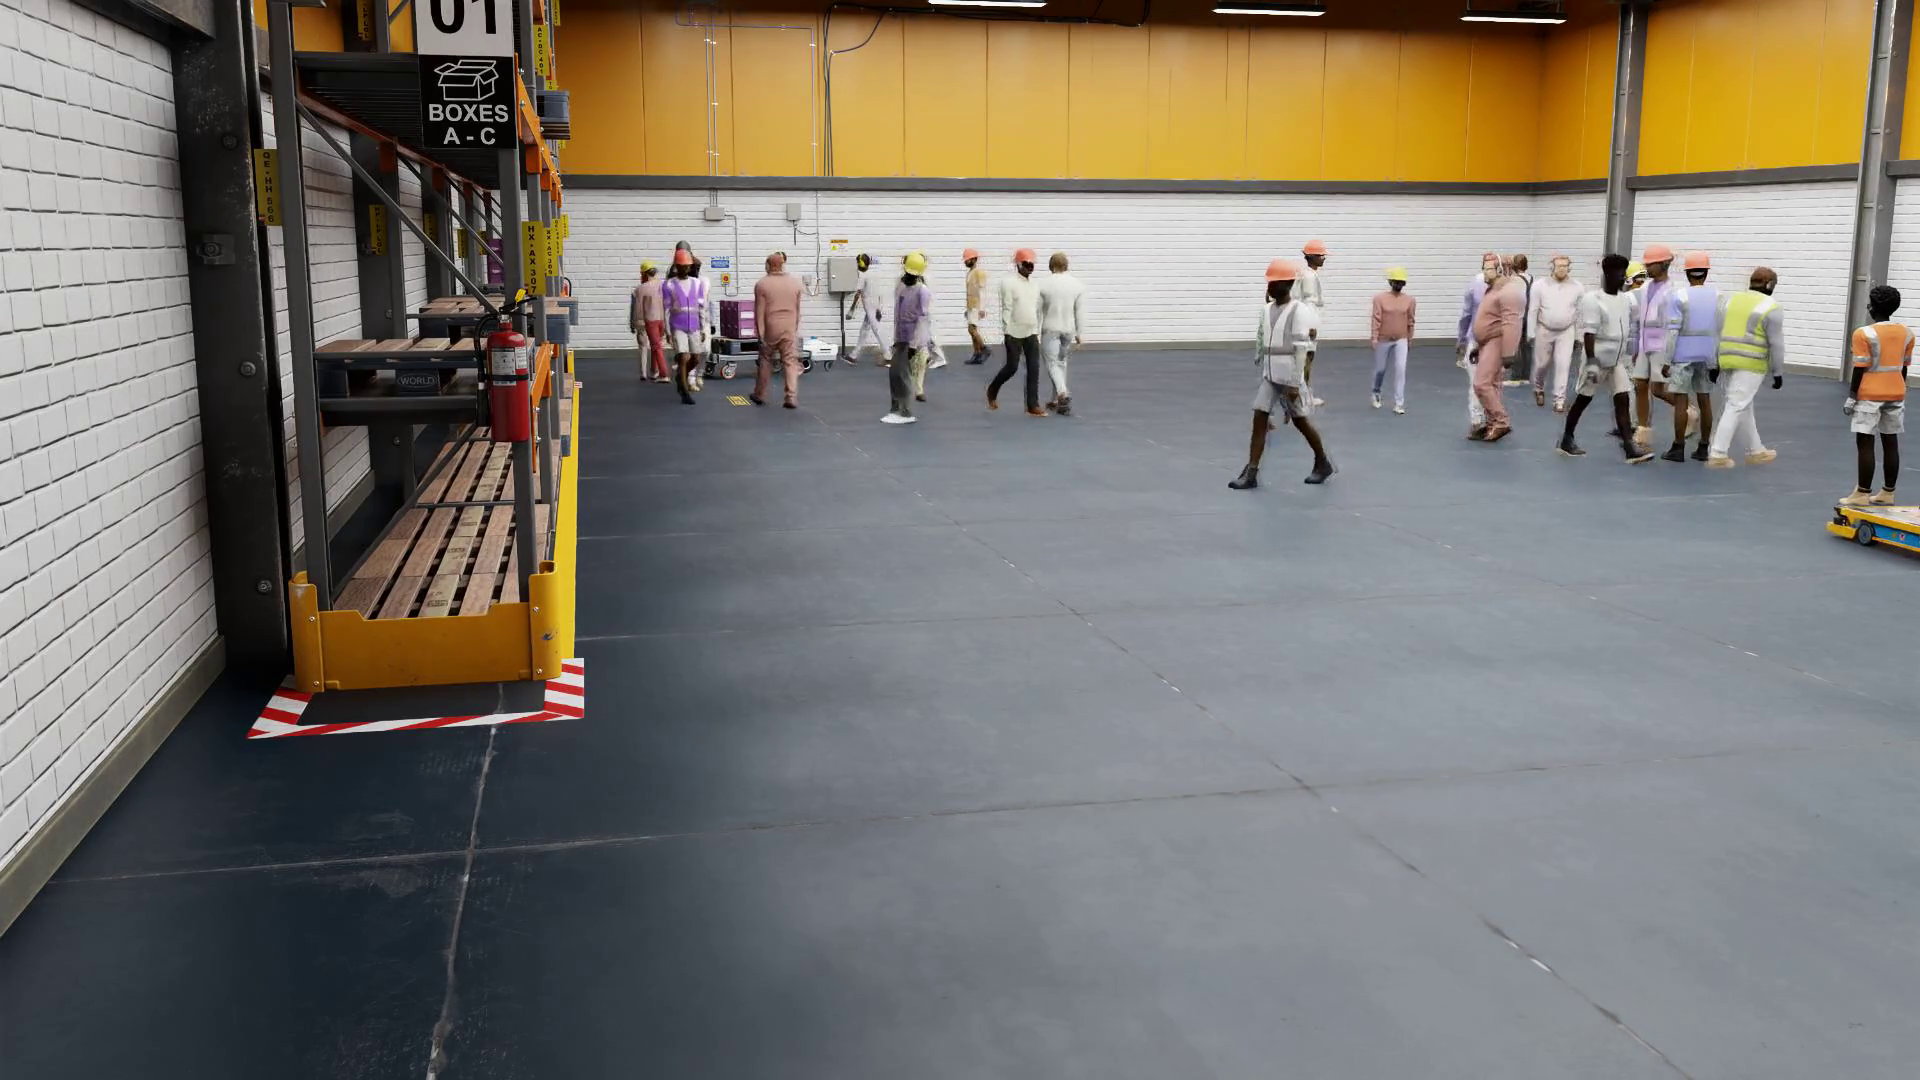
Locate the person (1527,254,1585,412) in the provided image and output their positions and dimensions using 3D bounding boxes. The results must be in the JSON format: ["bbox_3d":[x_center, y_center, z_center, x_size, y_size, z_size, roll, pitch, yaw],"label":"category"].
[{"bbox_3d":[7.156,-2.501,20.028,0.645,1.883,0.866,2,11,13],"label":"person"}]

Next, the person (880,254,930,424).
[{"bbox_3d":[-0.603,-2.213,18.448,0.457,1.876,0.656,-6,12,-31],"label":"person"}]

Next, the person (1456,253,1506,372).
[{"bbox_3d":[8.217,-3.546,25.953,0.590,1.828,0.962,-4,11,-19],"label":"person"}]

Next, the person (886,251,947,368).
[{"bbox_3d":[-0.655,-3.618,26.232,1.006,1.875,0.603,-2,10,-11],"label":"person"}]

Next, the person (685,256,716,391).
[{"bbox_3d":[-3.610,-2.916,22.492,0.662,1.822,0.452,-5,11,-26],"label":"person"}]

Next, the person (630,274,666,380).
[{"bbox_3d":[-4.576,-3.152,24.426,0.539,1.589,0.871,-1,10,-8],"label":"person"}]

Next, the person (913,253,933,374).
[{"bbox_3d":[-0.623,-3.434,25.316,0.424,1.831,0.599,-5,11,-27],"label":"person"}]

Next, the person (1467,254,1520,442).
[{"bbox_3d":[5.369,-1.929,16.803,0.422,1.891,0.660,1,10,4],"label":"person"}]

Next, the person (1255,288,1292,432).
[{"bbox_3d":[3.401,-1.971,17.778,0.609,1.615,0.511,-7,13,-35],"label":"person"}]

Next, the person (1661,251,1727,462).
[{"bbox_3d":[6.739,-1.684,15.330,0.548,1.934,0.376,0,10,-3],"label":"person"}]

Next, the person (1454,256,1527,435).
[{"bbox_3d":[5.442,-1.979,17.147,0.699,1.867,0.995,4,11,22],"label":"person"}]

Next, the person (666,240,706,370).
[{"bbox_3d":[-4.347,-3.684,26.120,0.688,2.000,0.538,4,11,23],"label":"person"}]

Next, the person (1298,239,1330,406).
[{"bbox_3d":[4.335,-2.668,20.483,0.377,2.044,0.607,1,10,7],"label":"person"}]

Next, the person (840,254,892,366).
[{"bbox_3d":[-1.526,-3.708,26.888,0.993,1.803,0.549,3,11,19],"label":"person"}]

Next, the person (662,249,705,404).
[{"bbox_3d":[-3.476,-2.672,20.844,0.544,1.924,0.680,-6,12,-30],"label":"person"}]

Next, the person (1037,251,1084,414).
[{"bbox_3d":[1.185,-2.442,19.637,0.643,1.913,0.908,-4,11,-20],"label":"person"}]

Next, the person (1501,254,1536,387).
[{"bbox_3d":[7.790,-3.052,23.167,0.508,1.842,0.336,-7,13,-36],"label":"person"}]

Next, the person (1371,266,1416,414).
[{"bbox_3d":[5.138,-2.395,19.819,0.527,1.737,0.790,1,10,5],"label":"person"}]

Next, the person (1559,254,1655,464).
[{"bbox_3d":[5.951,-1.666,15.303,0.626,1.910,1.022,-5,11,-27],"label":"person"}]

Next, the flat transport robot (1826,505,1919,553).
[{"bbox_3d":[6.391,-0.037,10.817,0.652,0.197,1.431,-1,10,-7],"label":"flat transport robot"}]

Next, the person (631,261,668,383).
[{"bbox_3d":[-4.448,-3.119,23.827,0.768,1.733,0.526,8,13,37],"label":"person"}]

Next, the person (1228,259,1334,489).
[{"bbox_3d":[2.708,-1.369,13.735,1.014,1.893,0.555,-6,12,-31],"label":"person"}]

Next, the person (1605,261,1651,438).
[{"bbox_3d":[6.927,-1.955,17.144,0.591,1.821,0.404,-5,11,-26],"label":"person"}]

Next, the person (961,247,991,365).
[{"bbox_3d":[0.215,-3.817,27.196,0.408,1.916,0.553,-5,11,-26],"label":"person"}]

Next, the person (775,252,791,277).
[{"bbox_3d":[-2.977,-3.859,27.611,0.483,1.840,0.577,0,10,1],"label":"person"}]

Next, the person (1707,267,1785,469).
[{"bbox_3d":[7.087,-1.527,14.857,0.896,1.788,0.646,-3,11,-18],"label":"person"}]

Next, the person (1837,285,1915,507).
[{"bbox_3d":[6.963,-1.079,12.635,0.536,1.696,0.322,-3,11,-15],"label":"person"}]

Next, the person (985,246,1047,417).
[{"bbox_3d":[0.668,-2.425,19.344,0.618,1.969,0.806,-8,13,-37],"label":"person"}]

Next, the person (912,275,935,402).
[{"bbox_3d":[-0.581,-2.556,21.031,0.504,1.620,0.430,-8,13,-38],"label":"person"}]

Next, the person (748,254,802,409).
[{"bbox_3d":[-2.267,-2.553,20.354,0.649,1.861,0.983,-5,11,-27],"label":"person"}]

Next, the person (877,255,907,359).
[{"bbox_3d":[-0.944,-3.872,27.824,0.869,1.812,0.627,0,10,-1],"label":"person"}]

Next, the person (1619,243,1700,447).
[{"bbox_3d":[6.925,-1.907,16.345,0.713,2.018,0.612,-3,11,-14],"label":"person"}]

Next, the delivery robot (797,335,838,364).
[{"bbox_3d":[-2.257,-2.929,25.794,0.707,0.478,0.477,-5,11,-24],"label":"delivery robot"}]
